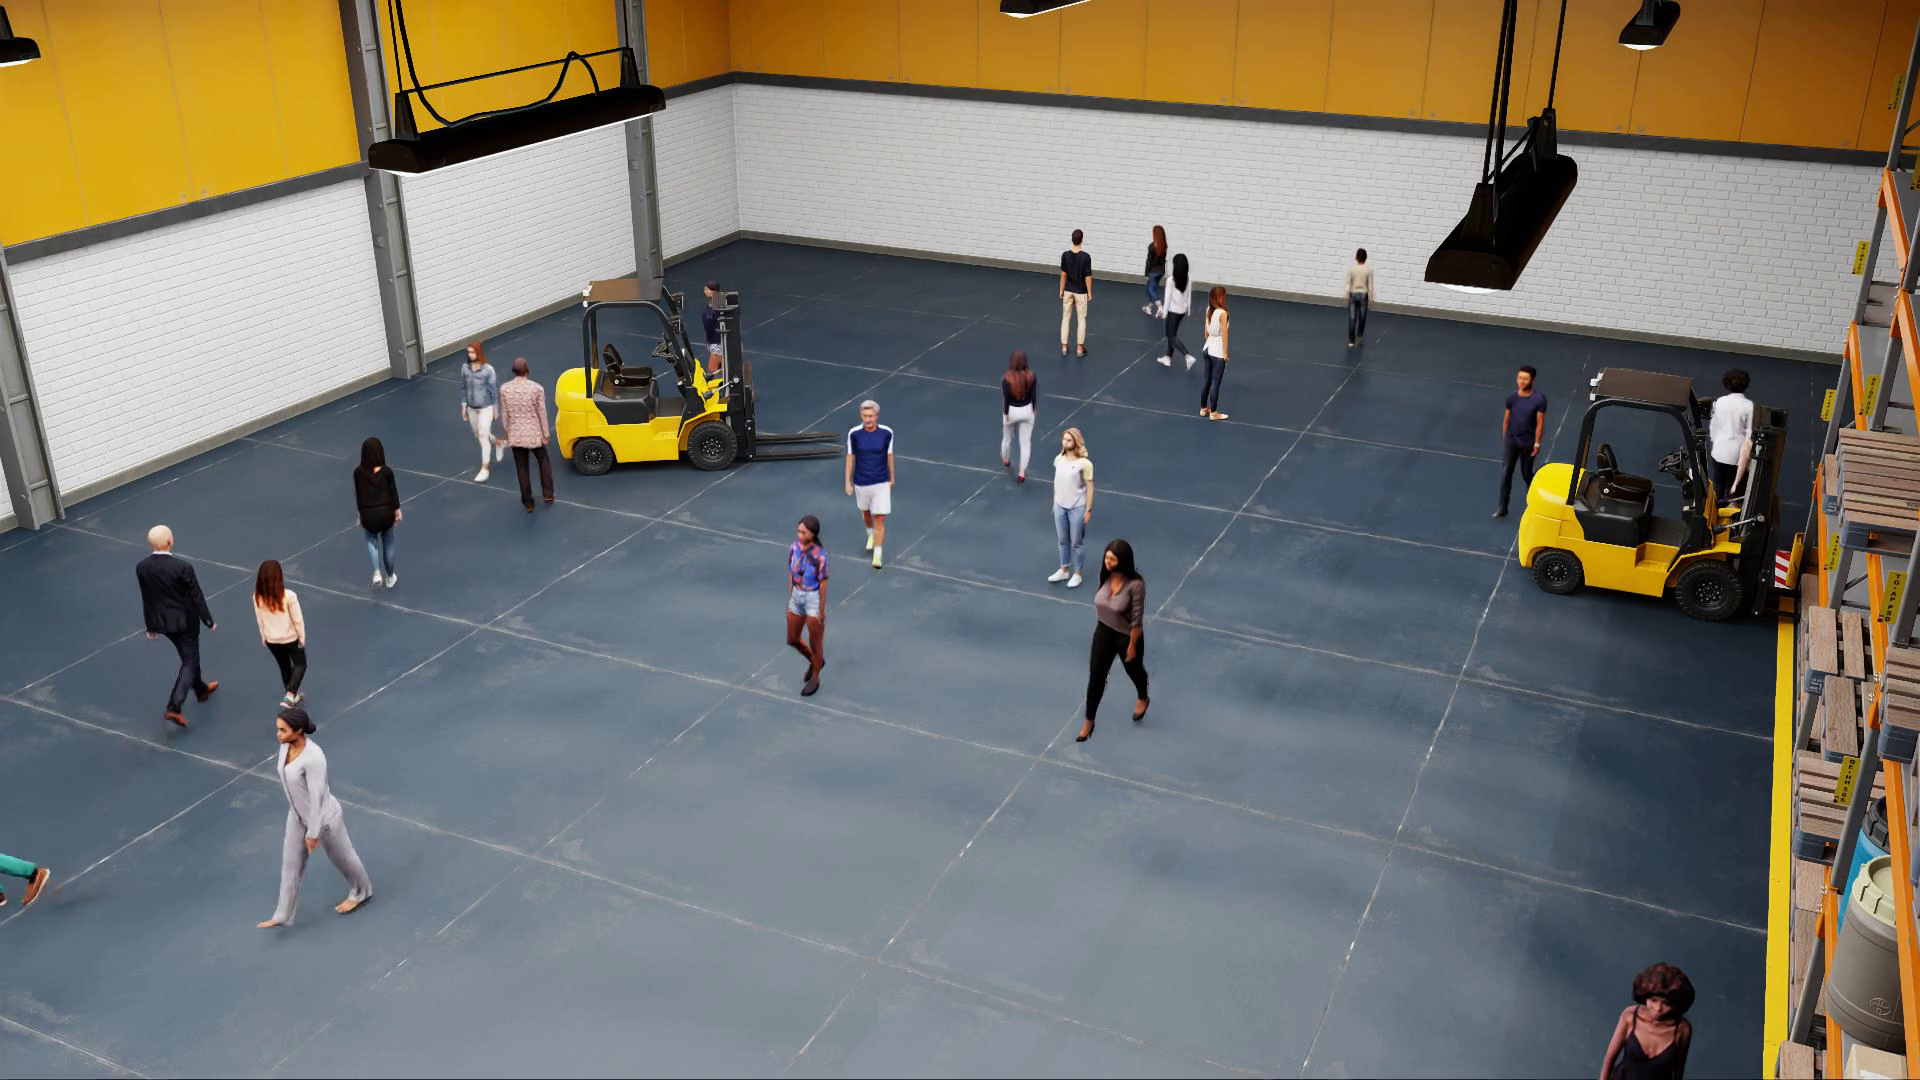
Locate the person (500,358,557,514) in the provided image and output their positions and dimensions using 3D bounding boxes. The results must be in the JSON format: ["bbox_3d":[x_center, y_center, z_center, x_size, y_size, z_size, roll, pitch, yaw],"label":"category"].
[{"bbox_3d":[-4.933,-1.164,18.856,0.878,1.793,0.937,-2,24,-5],"label":"person"}]

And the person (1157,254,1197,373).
[{"bbox_3d":[3.128,-3.217,23.696,1.074,1.679,0.976,-18,29,-35],"label":"person"}]

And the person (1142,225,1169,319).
[{"bbox_3d":[3.121,-4.234,26.285,0.884,1.468,0.841,-19,30,-37],"label":"person"}]

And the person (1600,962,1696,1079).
[{"bbox_3d":[3.779,3.064,9.255,0.583,1.737,1.082,10,26,22],"label":"person"}]

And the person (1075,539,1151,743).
[{"bbox_3d":[1.434,0.842,14.270,0.827,1.790,1.183,18,29,35],"label":"person"}]

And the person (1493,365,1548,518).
[{"bbox_3d":[6.385,-1.130,18.808,0.772,1.769,1.086,17,29,33],"label":"person"}]

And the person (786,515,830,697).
[{"bbox_3d":[-1.310,0.561,14.984,0.641,1.735,0.669,14,27,30],"label":"person"}]

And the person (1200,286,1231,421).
[{"bbox_3d":[3.339,-2.462,21.836,0.709,1.785,0.671,-11,26,-25],"label":"person"}]

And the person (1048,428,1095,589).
[{"bbox_3d":[1.147,-0.341,17.063,0.676,1.723,0.615,18,29,35],"label":"person"}]

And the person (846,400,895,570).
[{"bbox_3d":[-0.940,-0.638,17.663,0.993,1.786,1.270,0,24,0],"label":"person"}]

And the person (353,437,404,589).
[{"bbox_3d":[-5.937,-0.240,16.933,0.776,1.641,0.842,-5,24,-12],"label":"person"}]

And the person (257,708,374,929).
[{"bbox_3d":[-4.533,1.936,11.883,0.812,1.698,1.106,16,28,33],"label":"person"}]

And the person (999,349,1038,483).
[{"bbox_3d":[0.720,-1.455,19.793,0.928,1.577,1.062,-3,24,-8],"label":"person"}]

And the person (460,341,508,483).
[{"bbox_3d":[-5.715,-1.593,19.977,0.655,1.682,1.061,8,25,17],"label":"person"}]

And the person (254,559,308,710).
[{"bbox_3d":[-5.960,0.882,14.579,0.724,1.470,0.854,1,24,3],"label":"person"}]

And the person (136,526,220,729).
[{"bbox_3d":[-6.836,0.761,14.467,0.917,1.781,1.233,3,24,8],"label":"person"}]

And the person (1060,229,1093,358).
[{"bbox_3d":[1.700,-3.635,24.437,0.643,1.851,0.562,9,25,20],"label":"person"}]

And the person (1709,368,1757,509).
[{"bbox_3d":[8.557,-0.979,18.462,0.696,1.770,0.877,18,29,35],"label":"person"}]

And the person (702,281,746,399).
[{"bbox_3d":[-3.163,-2.602,22.208,1.095,1.744,0.941,-13,27,-28],"label":"person"}]

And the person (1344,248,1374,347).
[{"bbox_3d":[5.947,-3.590,24.867,0.745,1.424,1.060,4,24,9],"label":"person"}]
